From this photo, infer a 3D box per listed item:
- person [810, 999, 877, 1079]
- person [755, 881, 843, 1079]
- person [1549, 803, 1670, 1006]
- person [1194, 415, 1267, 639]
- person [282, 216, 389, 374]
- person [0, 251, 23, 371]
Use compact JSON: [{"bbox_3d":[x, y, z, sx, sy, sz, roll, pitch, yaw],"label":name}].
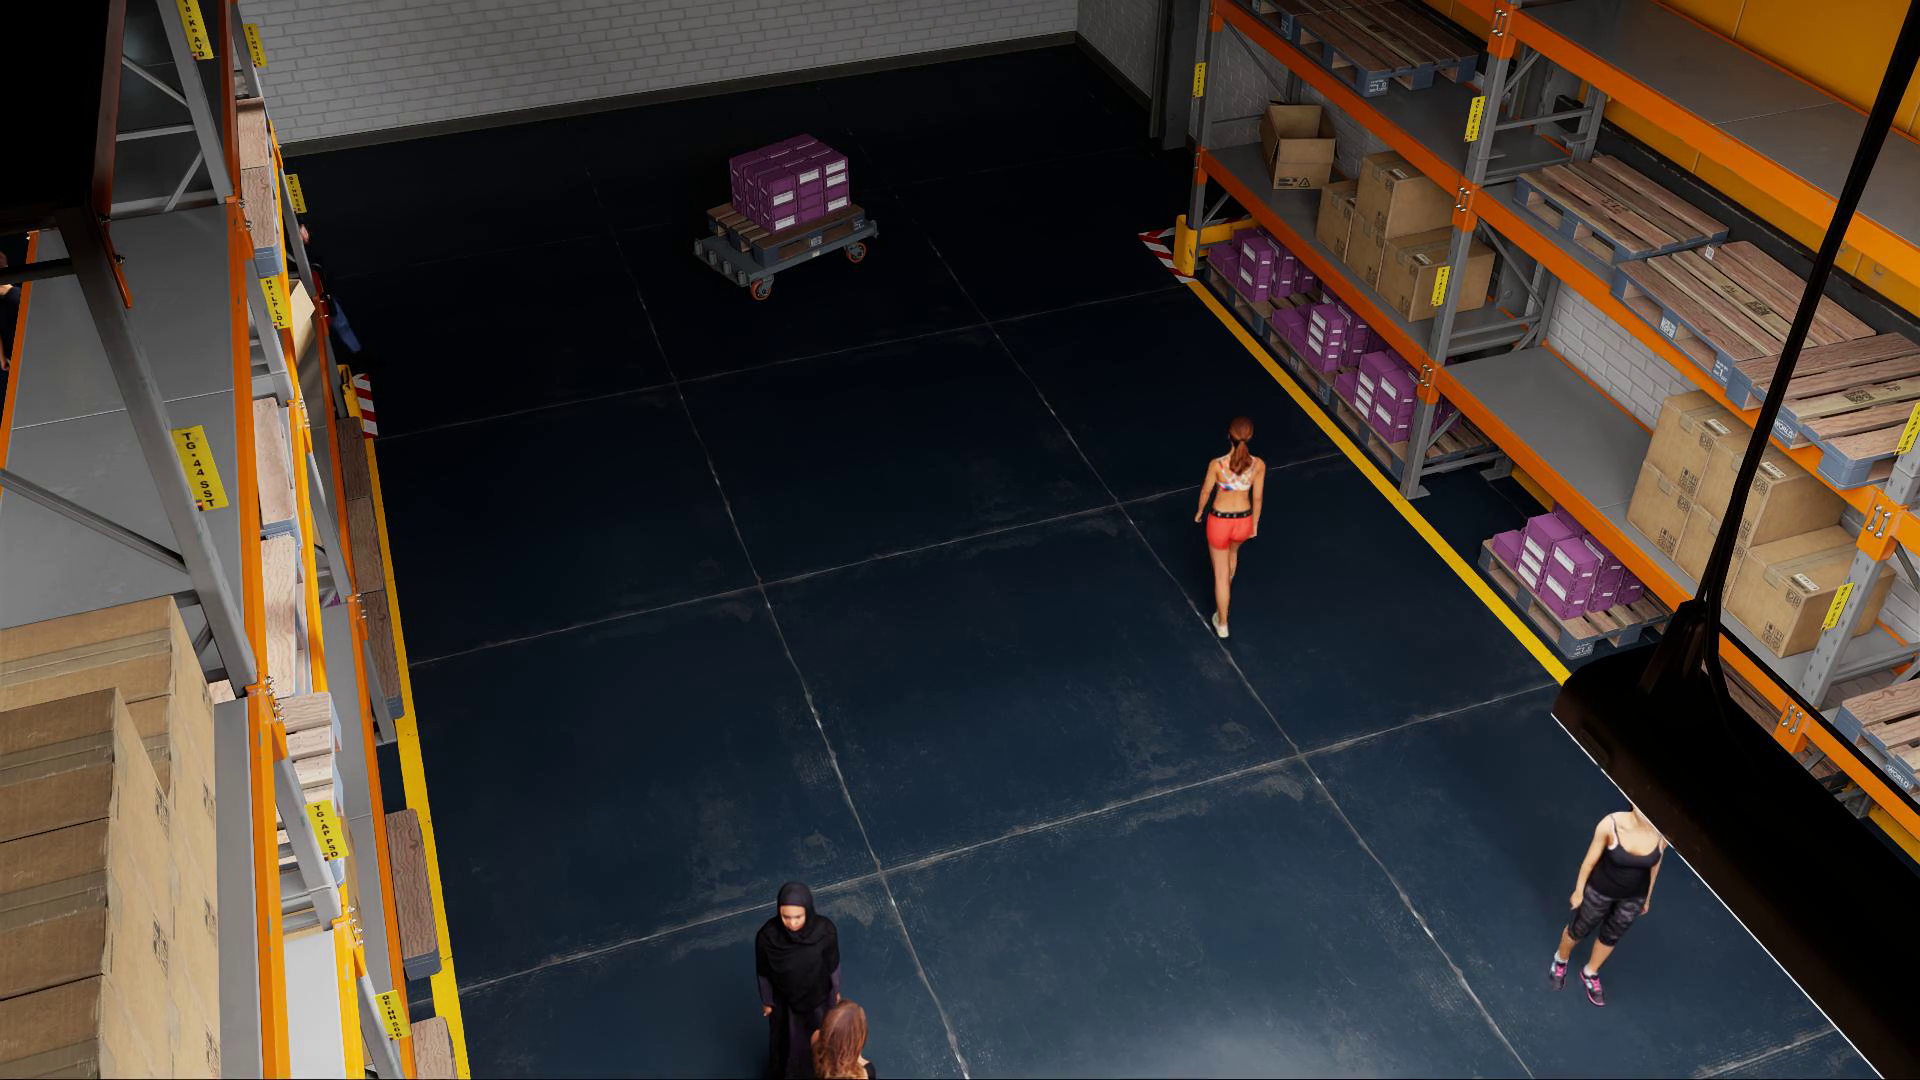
[{"bbox_3d":[-0.571,2.851,8.211,0.689,1.720,0.550,-27,46,-30],"label":"person"},{"bbox_3d":[-0.839,2.397,8.865,0.652,1.615,0.650,-5,39,-6],"label":"person"},{"bbox_3d":[3.668,1.938,9.340,0.678,1.739,0.703,4,39,4],"label":"person"},{"bbox_3d":[1.924,-0.041,11.796,0.700,1.767,0.896,-4,39,-5],"label":"person"},{"bbox_3d":[-5.700,-2.055,14.395,0.911,1.671,1.019,-2,39,-3],"label":"person"},{"bbox_3d":[-7.580,-1.509,13.563,0.640,1.857,0.506,-13,40,-16],"label":"person"}]
